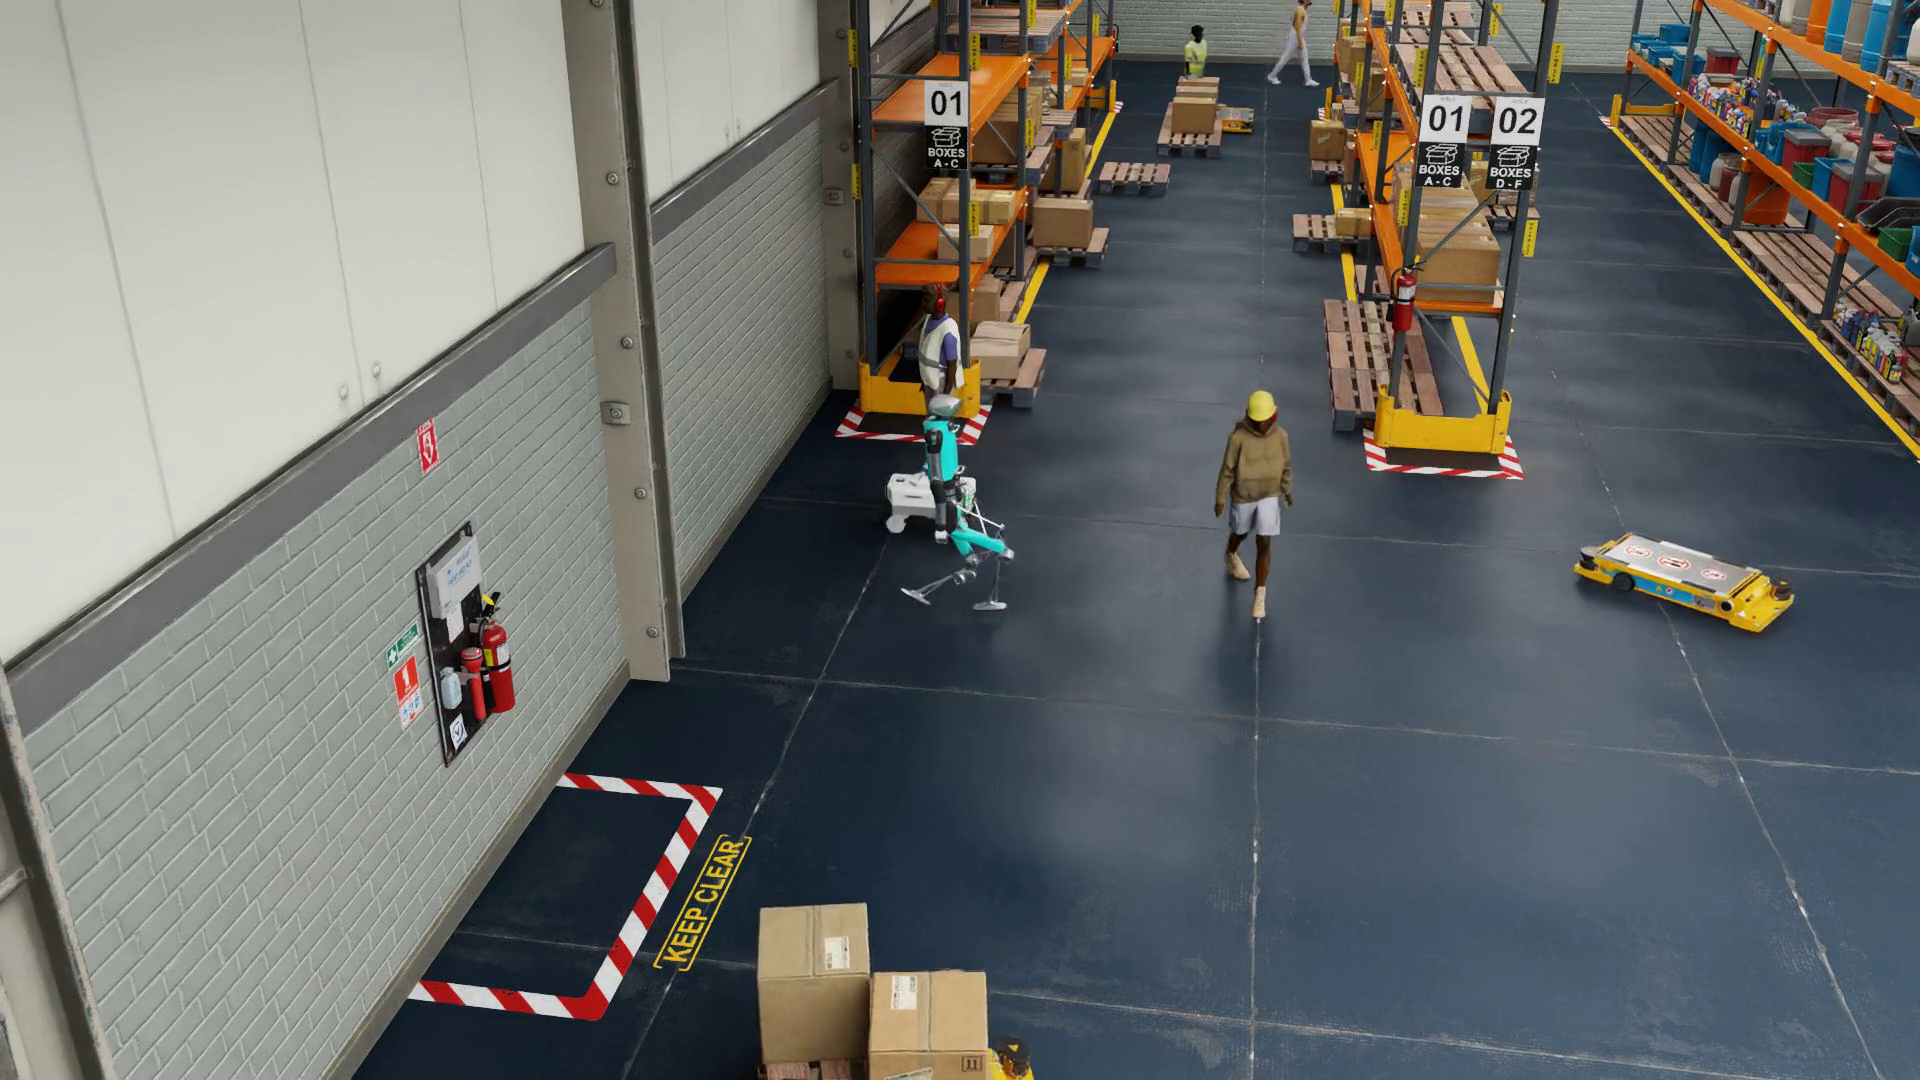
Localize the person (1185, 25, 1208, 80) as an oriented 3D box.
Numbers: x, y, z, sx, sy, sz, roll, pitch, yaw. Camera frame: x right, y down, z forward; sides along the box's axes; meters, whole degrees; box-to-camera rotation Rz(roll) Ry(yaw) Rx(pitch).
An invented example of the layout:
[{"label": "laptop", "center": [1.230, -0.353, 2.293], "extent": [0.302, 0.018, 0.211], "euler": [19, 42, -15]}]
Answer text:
[{"label": "person", "center": [4.180, -8.297, 29.480], "extent": [0.679, 1.660, 0.436], "euler": [-22, 33, -39]}]

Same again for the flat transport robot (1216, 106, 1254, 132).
[{"label": "flat transport robot", "center": [4.794, -7.353, 29.096], "extent": [0.659, 0.231, 1.431], "euler": [4, 25, 9]}]

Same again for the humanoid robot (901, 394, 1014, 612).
[{"label": "humanoid robot", "center": [0.059, -0.205, 12.067], "extent": [1.032, 1.734, 0.558], "euler": [5, 25, 10]}]

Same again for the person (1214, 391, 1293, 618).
[{"label": "person", "center": [2.198, -0.364, 12.435], "extent": [0.610, 1.715, 0.854], "euler": [0, 25, -1]}]

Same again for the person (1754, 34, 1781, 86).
[{"label": "person", "center": [15.872, -9.819, 32.607], "extent": [0.327, 1.765, 0.524], "euler": [-17, 30, -32]}]

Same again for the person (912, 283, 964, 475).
[{"label": "person", "center": [-0.177, -1.323, 14.327], "extent": [0.390, 1.846, 0.565], "euler": [-9, 27, -19]}]

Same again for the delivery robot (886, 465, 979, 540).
[{"label": "delivery robot", "center": [-0.210, -0.325, 13.737], "extent": [0.807, 0.613, 0.499], "euler": [3, 25, 7]}]

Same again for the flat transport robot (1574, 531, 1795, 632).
[{"label": "flat transport robot", "center": [5.530, 0.296, 12.724], "extent": [1.431, 0.231, 0.659], "euler": [23, 33, 39]}]

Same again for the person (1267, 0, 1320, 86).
[{"label": "person", "center": [6.584, -9.835, 32.600], "extent": [1.026, 1.803, 0.553], "euler": [12, 27, 23]}]

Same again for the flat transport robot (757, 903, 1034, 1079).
[{"label": "flat transport robot", "center": [-0.332, 2.660, 7.665], "extent": [1.431, 0.231, 0.659], "euler": [-4, 25, -9]}]
